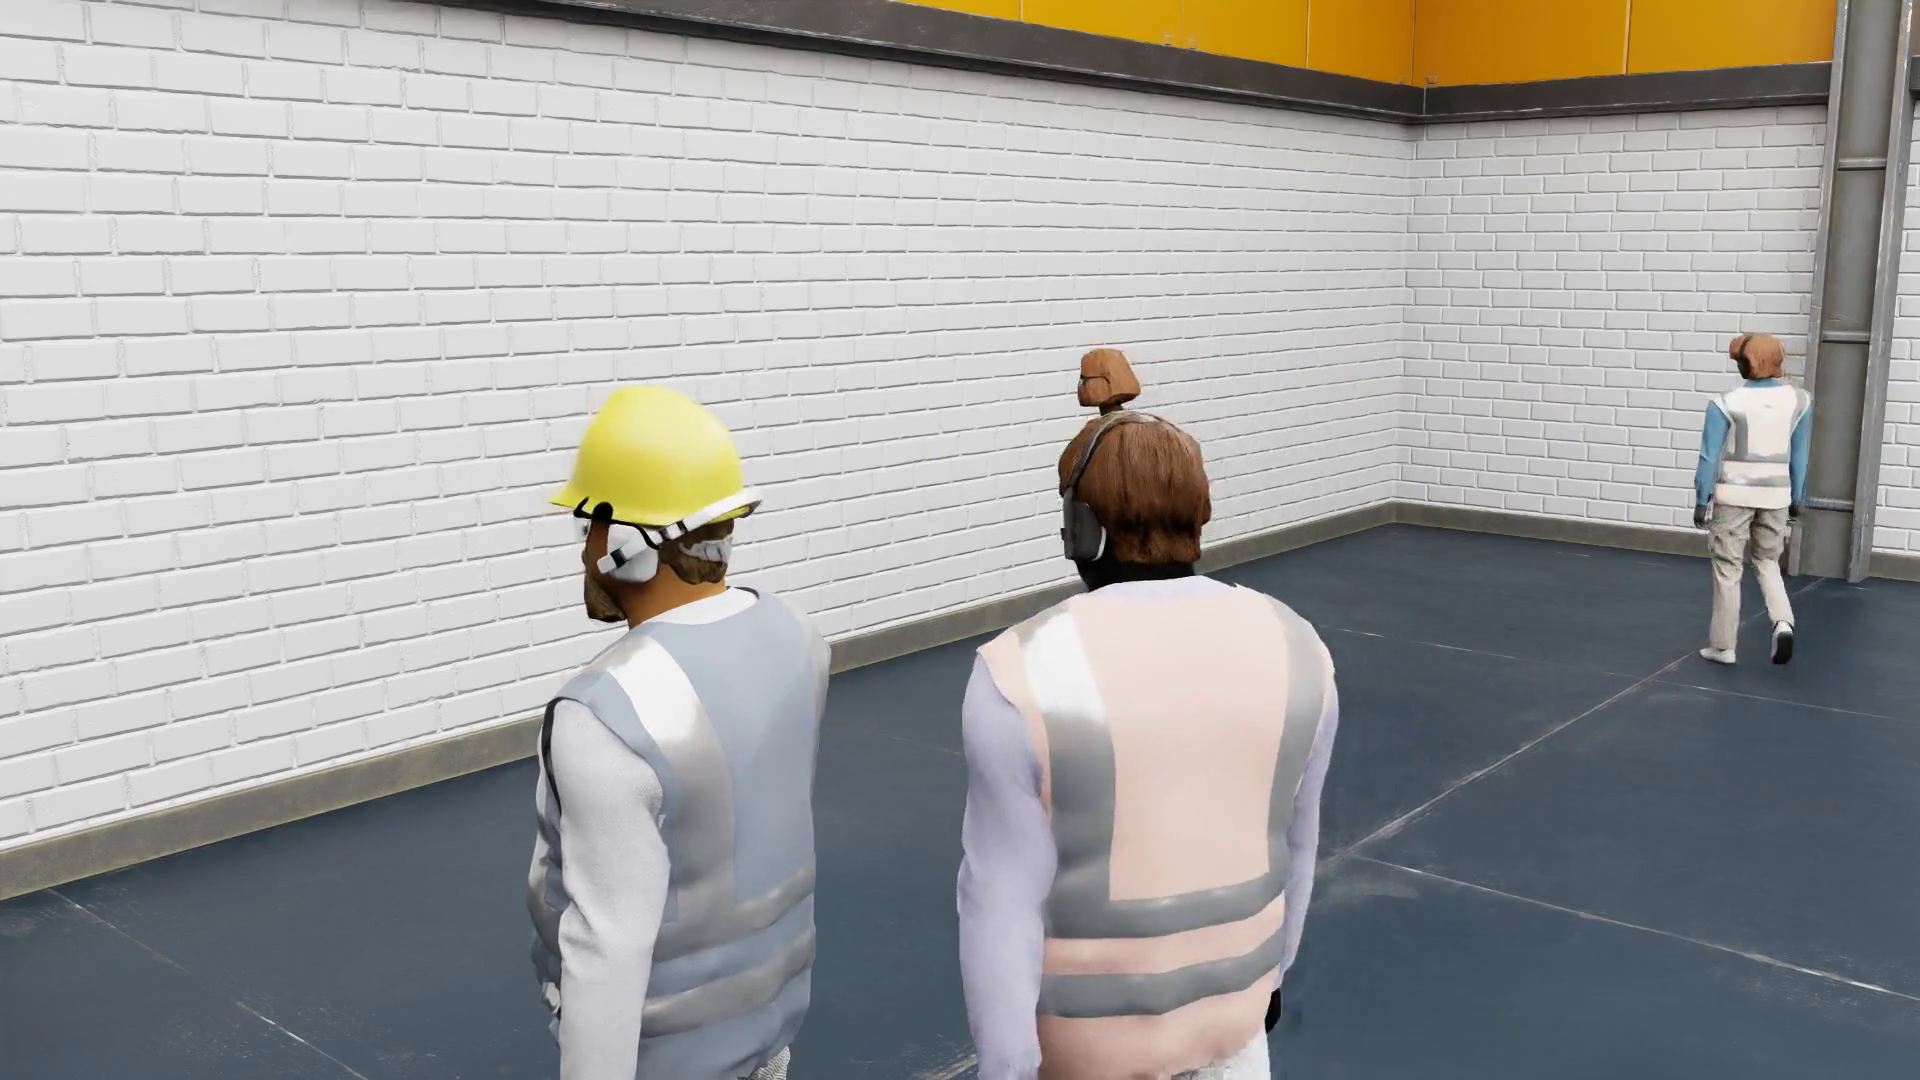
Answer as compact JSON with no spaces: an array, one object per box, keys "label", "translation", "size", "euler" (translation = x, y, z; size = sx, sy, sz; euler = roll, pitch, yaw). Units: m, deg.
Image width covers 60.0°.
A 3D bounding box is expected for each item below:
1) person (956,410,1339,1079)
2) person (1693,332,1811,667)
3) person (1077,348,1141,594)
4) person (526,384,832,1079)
[{"label":"person","translation":[0.282,0.700,2.514],"size":[0.642,1.795,0.973],"euler":[-4,11,-22]},{"label":"person","translation":[3.772,-0.174,7.921],"size":[0.538,1.623,0.466],"euler":[-1,10,-4]},{"label":"person","translation":[0.686,0.003,6.983],"size":[0.637,1.612,0.517],"euler":[3,10,16]},{"label":"person","translation":[-0.419,0.689,2.443],"size":[0.404,1.836,0.590],"euler":[4,11,20]}]
